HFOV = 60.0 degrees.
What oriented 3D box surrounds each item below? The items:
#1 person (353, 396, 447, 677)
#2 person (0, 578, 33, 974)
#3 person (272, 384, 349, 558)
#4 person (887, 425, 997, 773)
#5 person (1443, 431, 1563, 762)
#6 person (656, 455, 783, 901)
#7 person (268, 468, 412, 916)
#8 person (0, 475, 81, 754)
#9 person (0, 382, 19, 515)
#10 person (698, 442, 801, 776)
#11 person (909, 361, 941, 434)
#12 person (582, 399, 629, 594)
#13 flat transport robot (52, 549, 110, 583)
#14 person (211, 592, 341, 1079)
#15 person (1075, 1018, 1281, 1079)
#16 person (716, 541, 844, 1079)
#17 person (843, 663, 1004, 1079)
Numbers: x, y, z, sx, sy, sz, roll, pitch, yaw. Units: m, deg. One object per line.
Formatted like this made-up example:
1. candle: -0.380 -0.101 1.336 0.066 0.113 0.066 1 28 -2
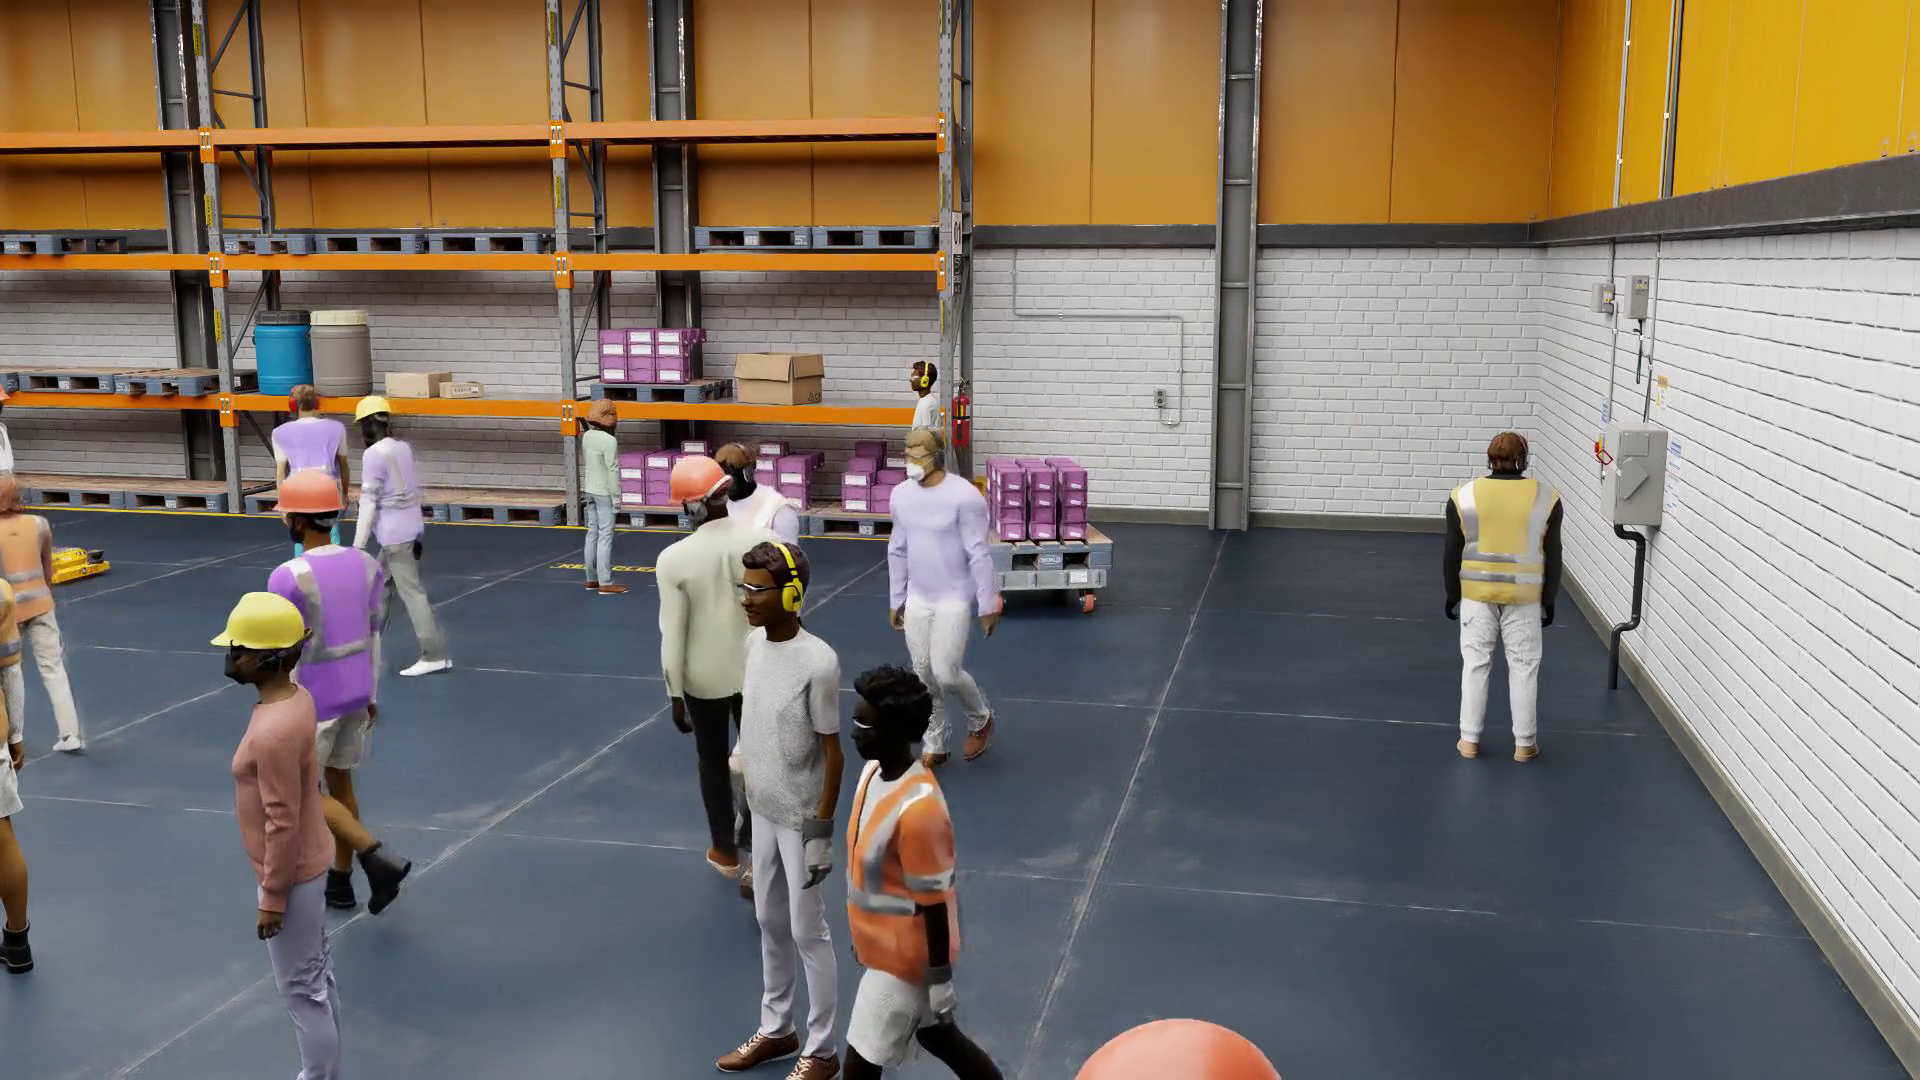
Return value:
1. person: -3.879 -0.025 11.177 0.904 1.861 0.575 0 10 -2
2. person: -3.849 0.763 6.322 0.374 1.928 0.543 7 12 37
3. person: -5.160 -0.343 13.267 0.569 1.794 0.974 -5 11 -25
4. person: -0.090 0.327 8.932 0.670 1.914 0.515 7 12 37
5. person: 3.006 0.315 9.249 0.624 1.838 0.430 3 10 20
6. person: -0.991 0.601 7.237 0.618 1.945 0.850 -3 10 -19
7. person: -2.579 0.660 6.939 0.638 1.925 0.544 5 11 27
8. person: -5.326 0.417 9.374 0.877 1.591 0.527 6 11 31
9. person: -7.186 -0.268 12.393 0.359 1.936 0.552 -1 10 -3
10. person: -1.138 0.336 9.238 0.661 1.808 0.816 6 11 30
11. person: -0.329 -0.677 15.007 0.328 1.877 0.513 1 10 3
12. person: -2.979 -0.364 13.886 0.269 1.627 0.502 -8 13 -40
13. flat transport robot: -8.292 0.203 14.534 1.431 0.197 0.652 2 10 10
14. person: -2.119 1.031 5.203 0.308 1.772 0.526 -3 10 -17
15. person: 0.167 1.480 1.910 0.508 1.980 0.638 3 10 17
16. person: -0.594 0.924 5.539 0.326 1.871 0.520 -9 13 -41
17. person: -0.121 1.157 4.780 0.864 1.663 0.543 -2 10 -14
